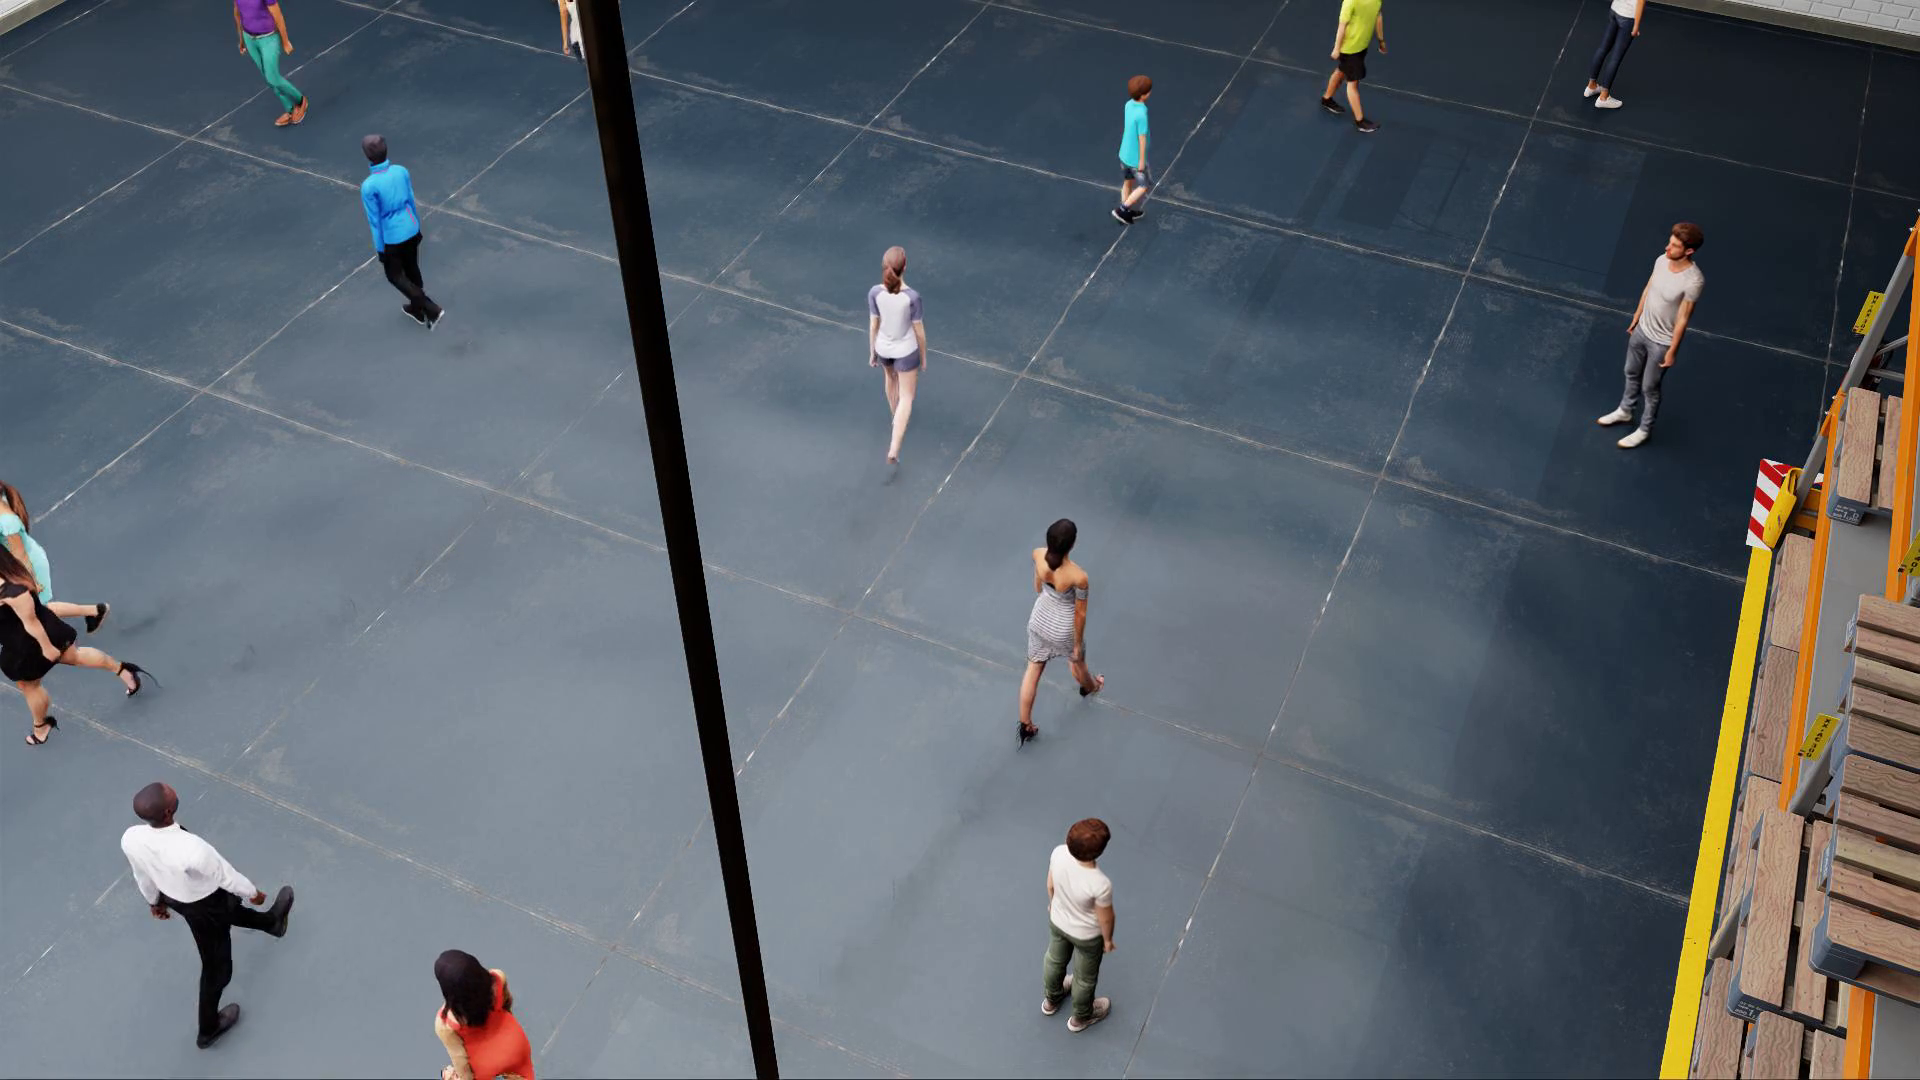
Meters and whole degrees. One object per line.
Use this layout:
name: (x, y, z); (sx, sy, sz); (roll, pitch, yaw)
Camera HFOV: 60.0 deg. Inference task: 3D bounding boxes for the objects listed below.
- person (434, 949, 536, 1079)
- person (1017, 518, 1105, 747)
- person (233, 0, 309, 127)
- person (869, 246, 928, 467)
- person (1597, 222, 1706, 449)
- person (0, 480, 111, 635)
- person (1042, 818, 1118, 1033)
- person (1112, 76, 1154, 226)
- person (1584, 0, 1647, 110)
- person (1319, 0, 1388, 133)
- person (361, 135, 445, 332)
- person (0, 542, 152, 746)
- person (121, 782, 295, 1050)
person: (-2.262, 2.624, 8.287); (0.879, 1.672, 1.080); (33, 53, 30)
person: (0.531, 0.613, 10.312); (0.778, 1.791, 1.056); (30, 51, 27)
person: (-6.681, -4.876, 16.100); (0.620, 1.755, 0.633); (18, 46, 18)
person: (-0.494, -1.356, 12.418); (0.692, 1.737, 1.110); (11, 45, 12)
person: (5.268, -1.553, 12.516); (0.801, 1.887, 0.730); (-14, 45, -14)
person: (-6.086, 0.145, 10.982); (0.912, 1.545, 0.810); (-22, 48, -22)
person: (0.628, 2.052, 8.902); (0.640, 1.653, 0.621); (32, 52, 29)
person: (1.497, -3.448, 14.826); (0.735, 1.444, 0.675); (-14, 45, -14)
person: (6.524, -5.155, 16.354); (0.732, 1.808, 0.639); (-9, 44, -9)
person: (3.762, -4.842, 16.131); (0.946, 1.662, 1.085); (35, 53, 31)
person: (-4.510, -2.448, 13.531); (0.774, 1.781, 0.869); (26, 49, 25)
person: (-5.718, 0.568, 10.440); (1.162, 1.680, 1.002); (-24, 48, -23)
person: (-4.089, 2.020, 8.838); (0.812, 1.788, 1.280); (11, 45, 12)
